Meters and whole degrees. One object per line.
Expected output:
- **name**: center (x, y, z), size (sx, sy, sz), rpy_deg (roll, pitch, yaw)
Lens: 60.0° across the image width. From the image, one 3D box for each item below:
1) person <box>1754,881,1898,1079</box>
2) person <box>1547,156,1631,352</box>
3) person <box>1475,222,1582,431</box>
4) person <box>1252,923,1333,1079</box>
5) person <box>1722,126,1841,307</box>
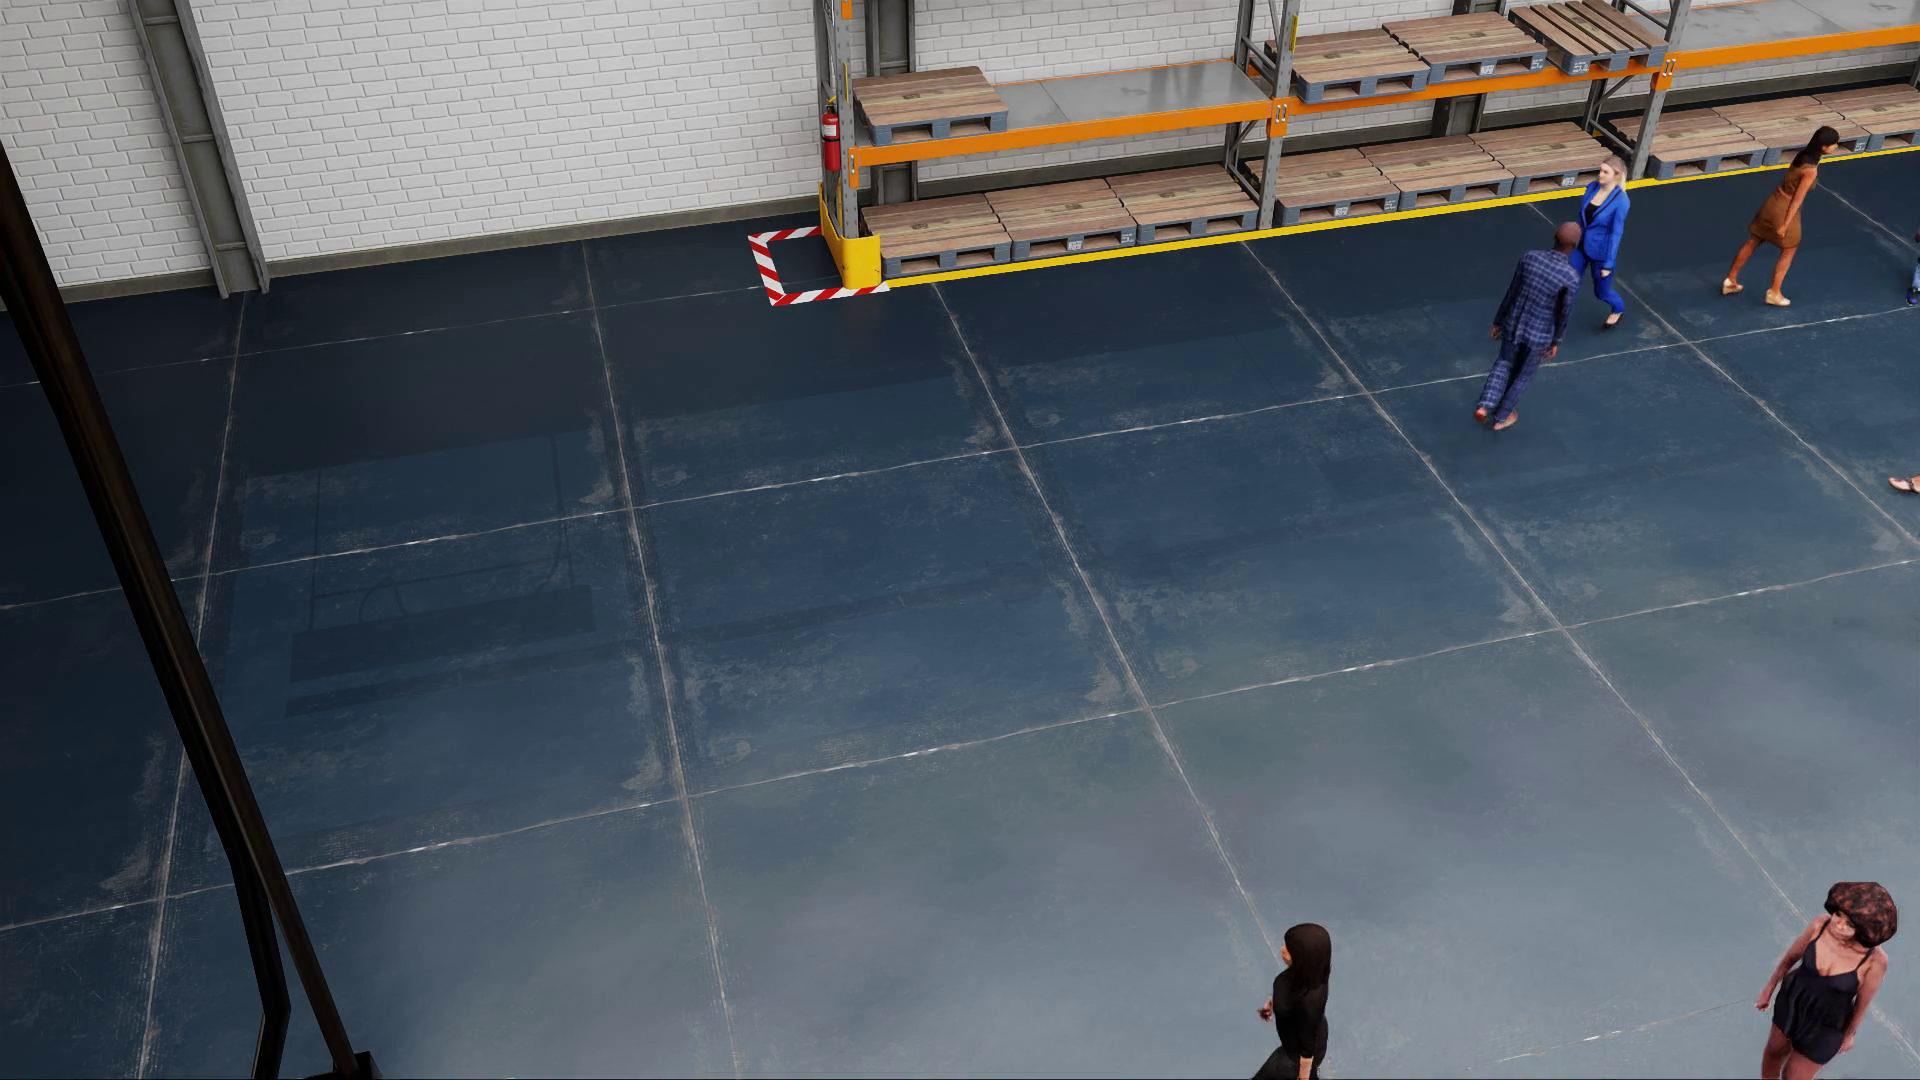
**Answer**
- **person**: center (4.105, 2.220, 7.911), size (0.689, 1.776, 0.656), rpy_deg (-22, 44, -25)
- **person**: center (5.302, -2.373, 13.752), size (1.208, 1.665, 0.875), rpy_deg (-23, 44, -26)
- **person**: center (4.284, -1.554, 12.625), size (0.899, 1.791, 0.951), rpy_deg (26, 45, 28)
- **person**: center (1.677, 2.381, 7.836), size (0.954, 1.619, 0.811), rpy_deg (6, 39, 7)
- **person**: center (6.986, -2.774, 14.264), size (0.871, 1.650, 0.732), rpy_deg (3, 39, 4)
